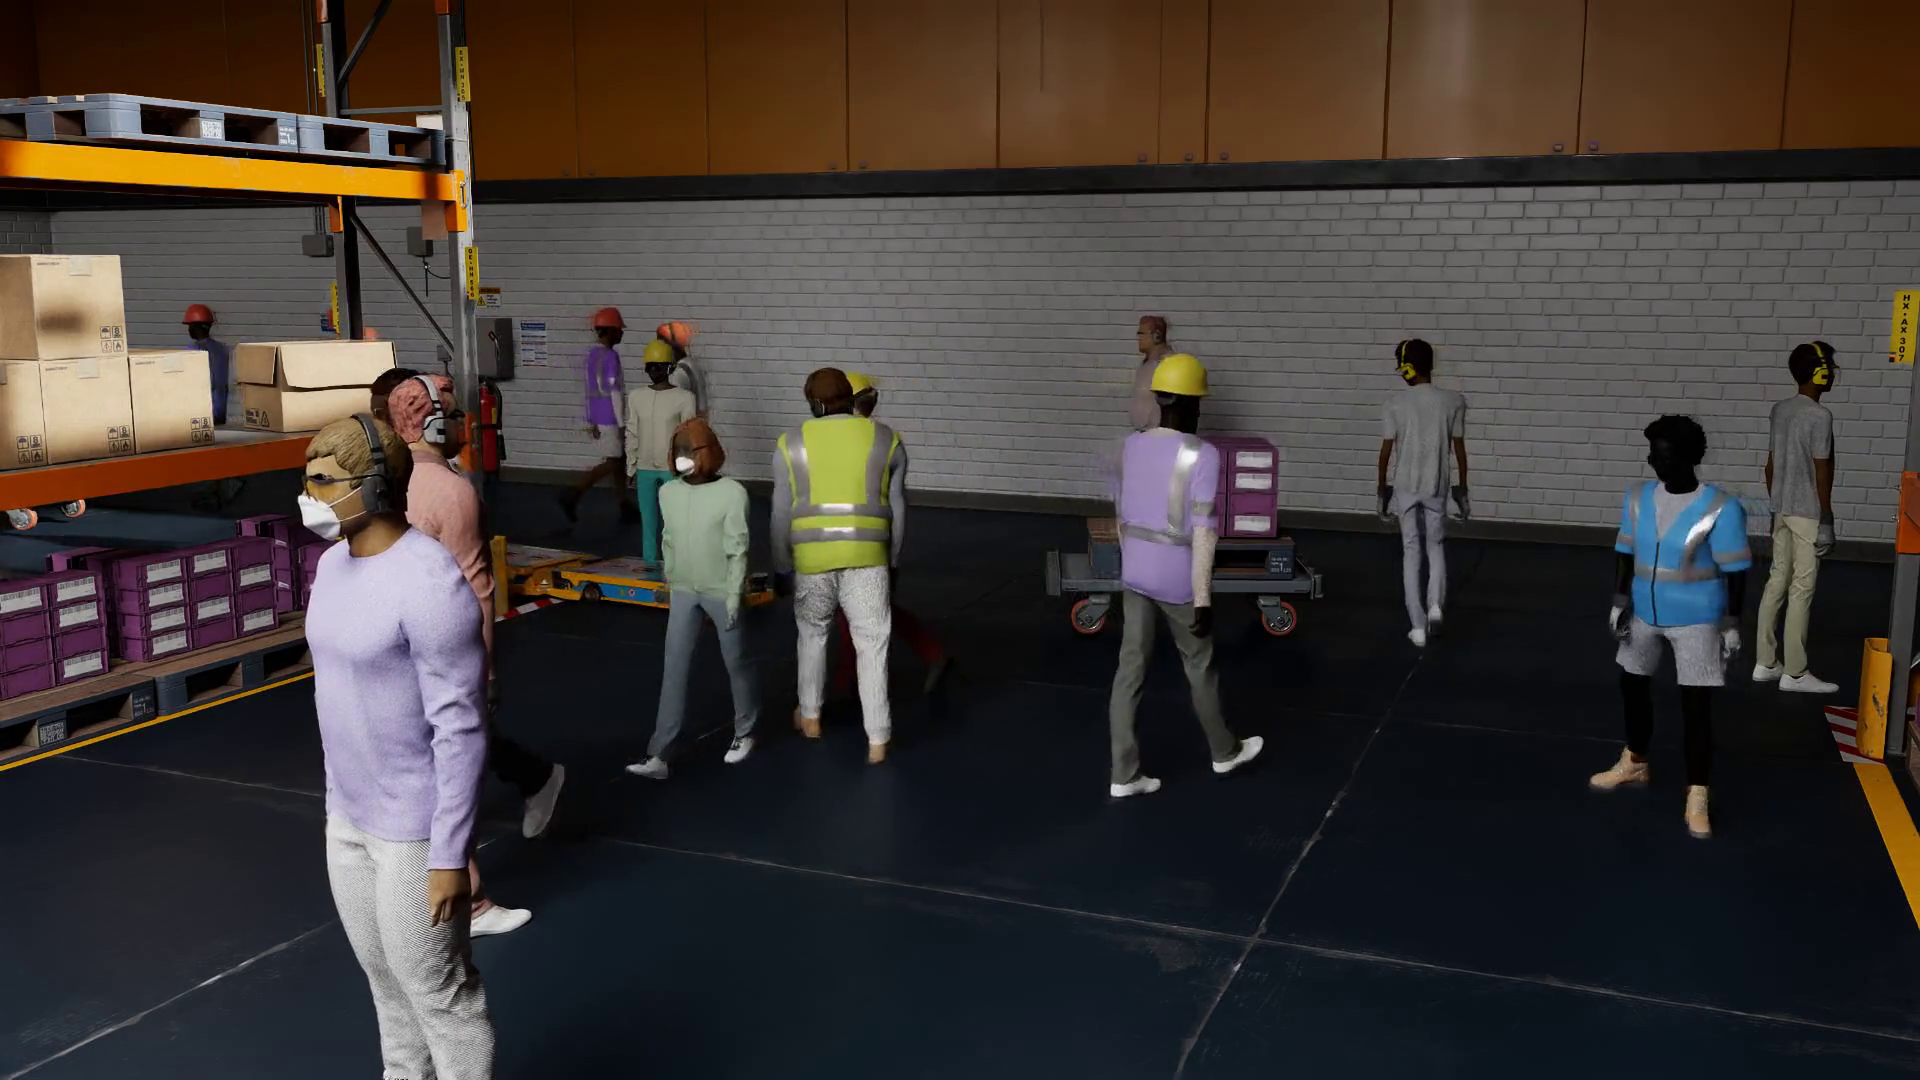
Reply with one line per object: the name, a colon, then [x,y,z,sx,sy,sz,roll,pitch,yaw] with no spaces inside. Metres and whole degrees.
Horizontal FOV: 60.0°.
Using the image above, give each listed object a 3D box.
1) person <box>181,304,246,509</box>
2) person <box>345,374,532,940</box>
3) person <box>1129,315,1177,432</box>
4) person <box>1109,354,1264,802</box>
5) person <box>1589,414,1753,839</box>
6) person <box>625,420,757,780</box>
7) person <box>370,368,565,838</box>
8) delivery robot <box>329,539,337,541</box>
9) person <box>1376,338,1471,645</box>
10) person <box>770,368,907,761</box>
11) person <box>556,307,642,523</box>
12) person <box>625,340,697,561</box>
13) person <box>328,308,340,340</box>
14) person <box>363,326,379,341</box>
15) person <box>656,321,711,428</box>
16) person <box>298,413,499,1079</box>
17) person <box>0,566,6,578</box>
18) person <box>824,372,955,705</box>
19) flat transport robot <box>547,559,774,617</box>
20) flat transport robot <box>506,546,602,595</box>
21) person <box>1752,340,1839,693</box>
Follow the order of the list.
person: [-6.936,-1.219,15.392,0.535,1.920,0.571,1,9,8]
person: [-1.773,0.396,5.644,0.643,1.910,0.400,7,12,37]
person: [1.523,-0.798,12.930,0.476,1.888,0.670,-2,10,-13]
person: [0.964,0.150,7.177,0.926,1.884,0.617,-9,13,-42]
person: [2.923,0.322,6.822,0.379,1.680,0.765,-6,11,-31]
person: [-1.154,0.269,7.355,0.515,1.587,0.843,4,10,23]
person: [-1.949,0.287,6.359,0.705,1.899,0.616,-3,10,-20]
delivery robot: [-4.323,0.009,11.795,0.707,0.478,0.477,-2,10,-14]
person: [2.776,-0.285,9.974,0.551,1.839,0.393,1,9,7]
person: [-0.569,0.098,7.827,0.641,1.797,0.739,0,9,-1]
person: [-3.131,-1.075,14.545,0.807,1.918,0.554,-4,10,-24]
person: [-2.041,-0.482,11.383,0.525,1.772,0.306,2,10,12]
person: [-5.725,-1.283,15.821,0.583,1.902,0.589,-8,12,-39]
person: [-4.536,-0.684,12.462,0.851,1.826,0.642,-2,10,-13]
person: [-2.031,-0.690,12.346,0.429,1.864,0.634,1,9,6]
person: [-1.319,0.667,3.906,0.356,1.938,0.633,-9,13,-43]
person: [-6.478,-0.256,10.557,0.516,1.593,0.877,4,10,20]
person: [-0.402,0.000,8.601,0.678,1.726,0.608,2,10,11]
flat transport robot: [-2.021,0.300,11.175,1.431,0.197,0.652,5,11,30]
flat transport robot: [-3.268,0.187,11.858,1.431,0.197,0.652,6,11,31]
person: [4.511,-0.124,8.900,0.328,1.876,0.509,-1,9,-8]
